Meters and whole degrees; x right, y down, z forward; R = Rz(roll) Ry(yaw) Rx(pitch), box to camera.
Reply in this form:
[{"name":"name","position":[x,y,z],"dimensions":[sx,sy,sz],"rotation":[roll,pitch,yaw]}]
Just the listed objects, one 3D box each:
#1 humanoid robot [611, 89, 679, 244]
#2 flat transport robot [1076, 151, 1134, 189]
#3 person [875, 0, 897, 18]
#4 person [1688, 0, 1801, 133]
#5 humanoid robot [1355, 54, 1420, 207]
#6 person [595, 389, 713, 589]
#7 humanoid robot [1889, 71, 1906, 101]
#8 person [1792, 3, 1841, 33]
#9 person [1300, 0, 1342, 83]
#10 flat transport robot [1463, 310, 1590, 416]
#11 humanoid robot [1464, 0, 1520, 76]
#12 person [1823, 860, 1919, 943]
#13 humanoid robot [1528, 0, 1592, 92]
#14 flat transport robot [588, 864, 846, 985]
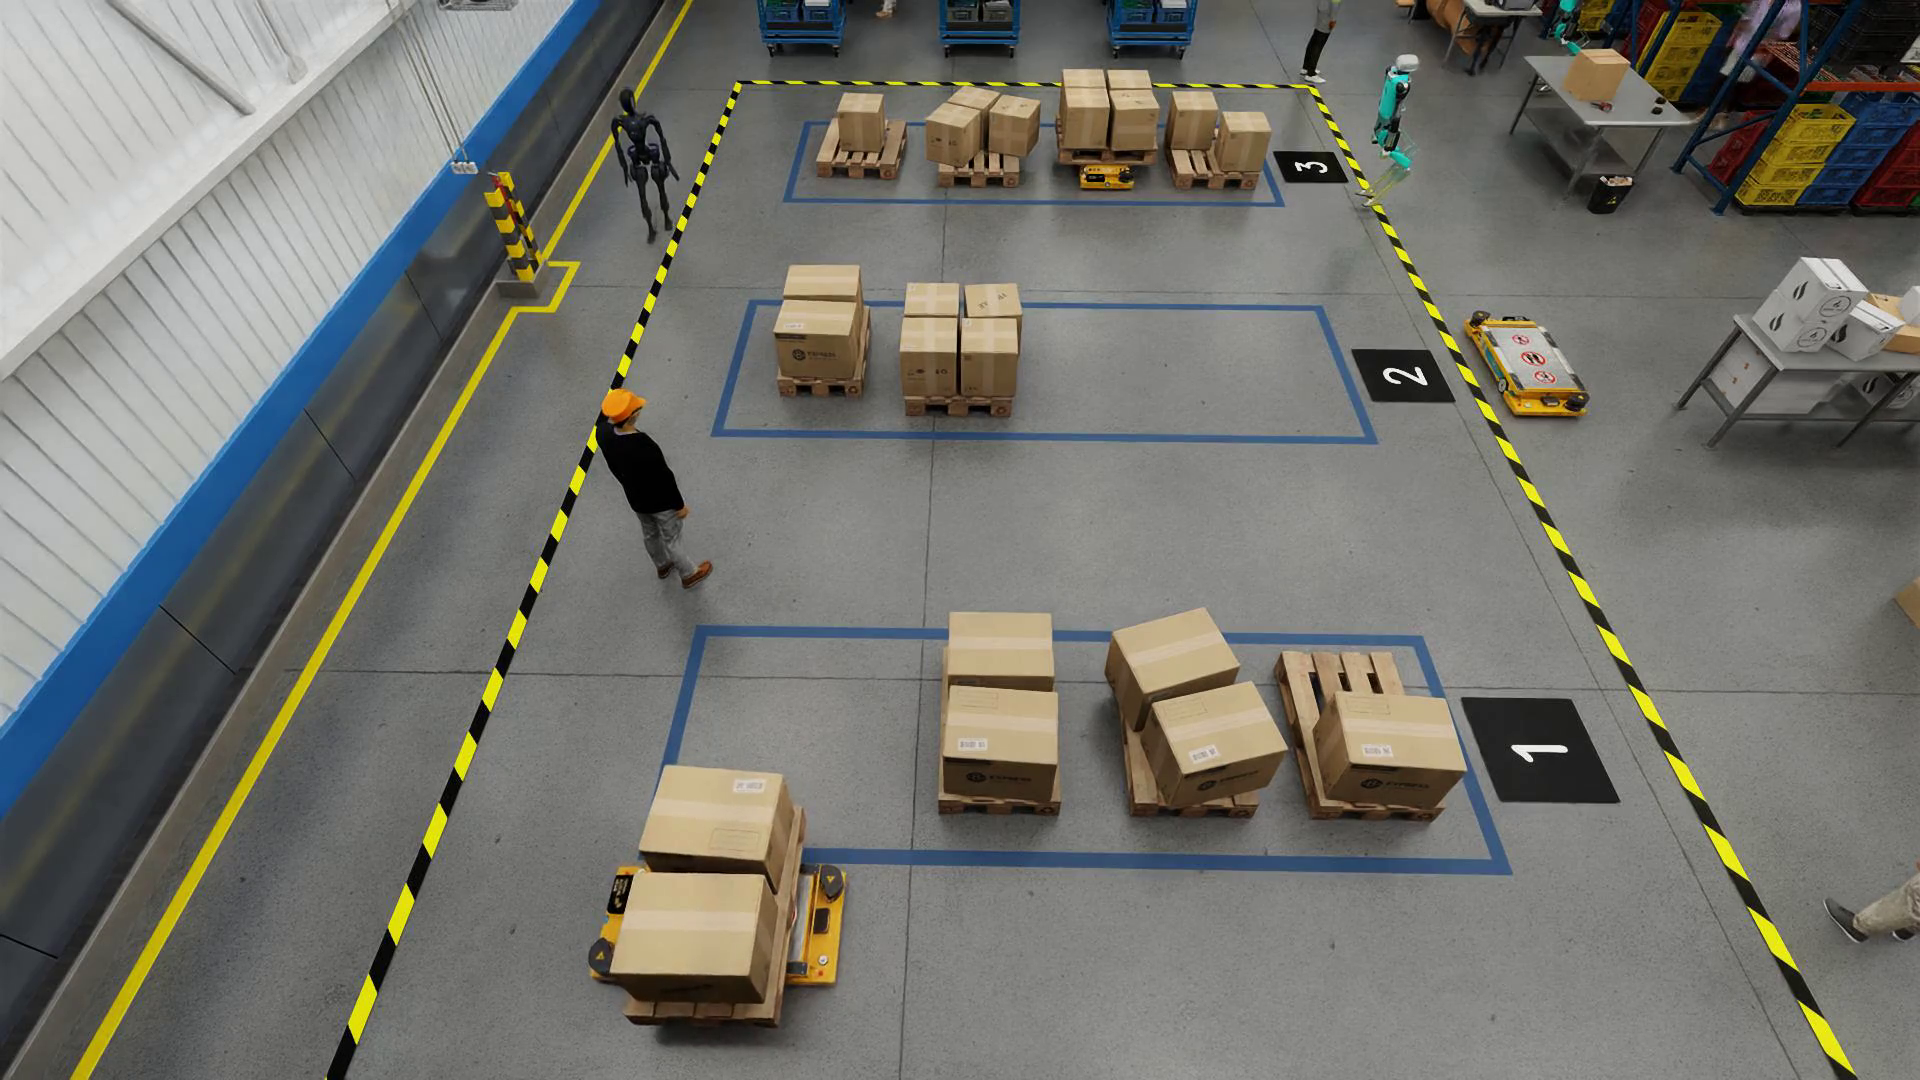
[{"name":"humanoid robot","position":[-3.472,-4.145,10.201],"dimensions":[0.601,1.638,0.641],"rotation":[-8,50,-7]},{"name":"flat transport robot","position":[1.845,-4.982,11.827],"dimensions":[0.652,0.197,1.431],"rotation":[1,49,1]},{"name":"person","position":[-1.223,-9.358,14.595],"dimensions":[0.431,1.841,0.623],"rotation":[12,50,10]},{"name":"person","position":[10.275,-6.350,11.895],"dimensions":[0.450,2.001,0.654],"rotation":[-20,52,-16]},{"name":"humanoid robot","position":[5.056,-4.664,10.514],"dimensions":[0.735,1.671,0.533],"rotation":[1,49,1]},{"name":"person","position":[-2.272,-0.343,6.764],"dimensions":[0.586,1.883,0.368],"rotation":[22,53,18]},{"name":"humanoid robot","position":[13.470,-7.061,12.704],"dimensions":[0.533,1.779,1.002],"rotation":[12,50,10]},{"name":"person","position":[12.196,-7.636,13.021],"dimensions":[0.605,1.965,0.368],"rotation":[28,55,22]},{"name":"person","position":[5.240,-7.493,12.971],"dimensions":[0.375,1.853,0.589],"rotation":[1,49,1]},{"name":"flat transport robot","position":[5.573,-1.757,9.054],"dimensions":[0.659,0.231,1.431],"rotation":[1,49,1]},{"name":"humanoid robot","position":[7.795,-7.647,13.232],"dimensions":[0.615,1.628,0.703],"rotation":[18,51,15]},{"name":"person","position":[5.579,1.798,4.988],"dimensions":[0.562,1.762,0.404],"rotation":[2,49,1]},{"name":"humanoid robot","position":[8.468,-7.062,12.586],"dimensions":[0.735,1.677,0.533],"rotation":[1,49,1]},{"name":"flat transport robot","position":[-1.439,2.297,5.527],"dimensions":[1.431,0.197,0.652],"rotation":[1,49,1]}]
